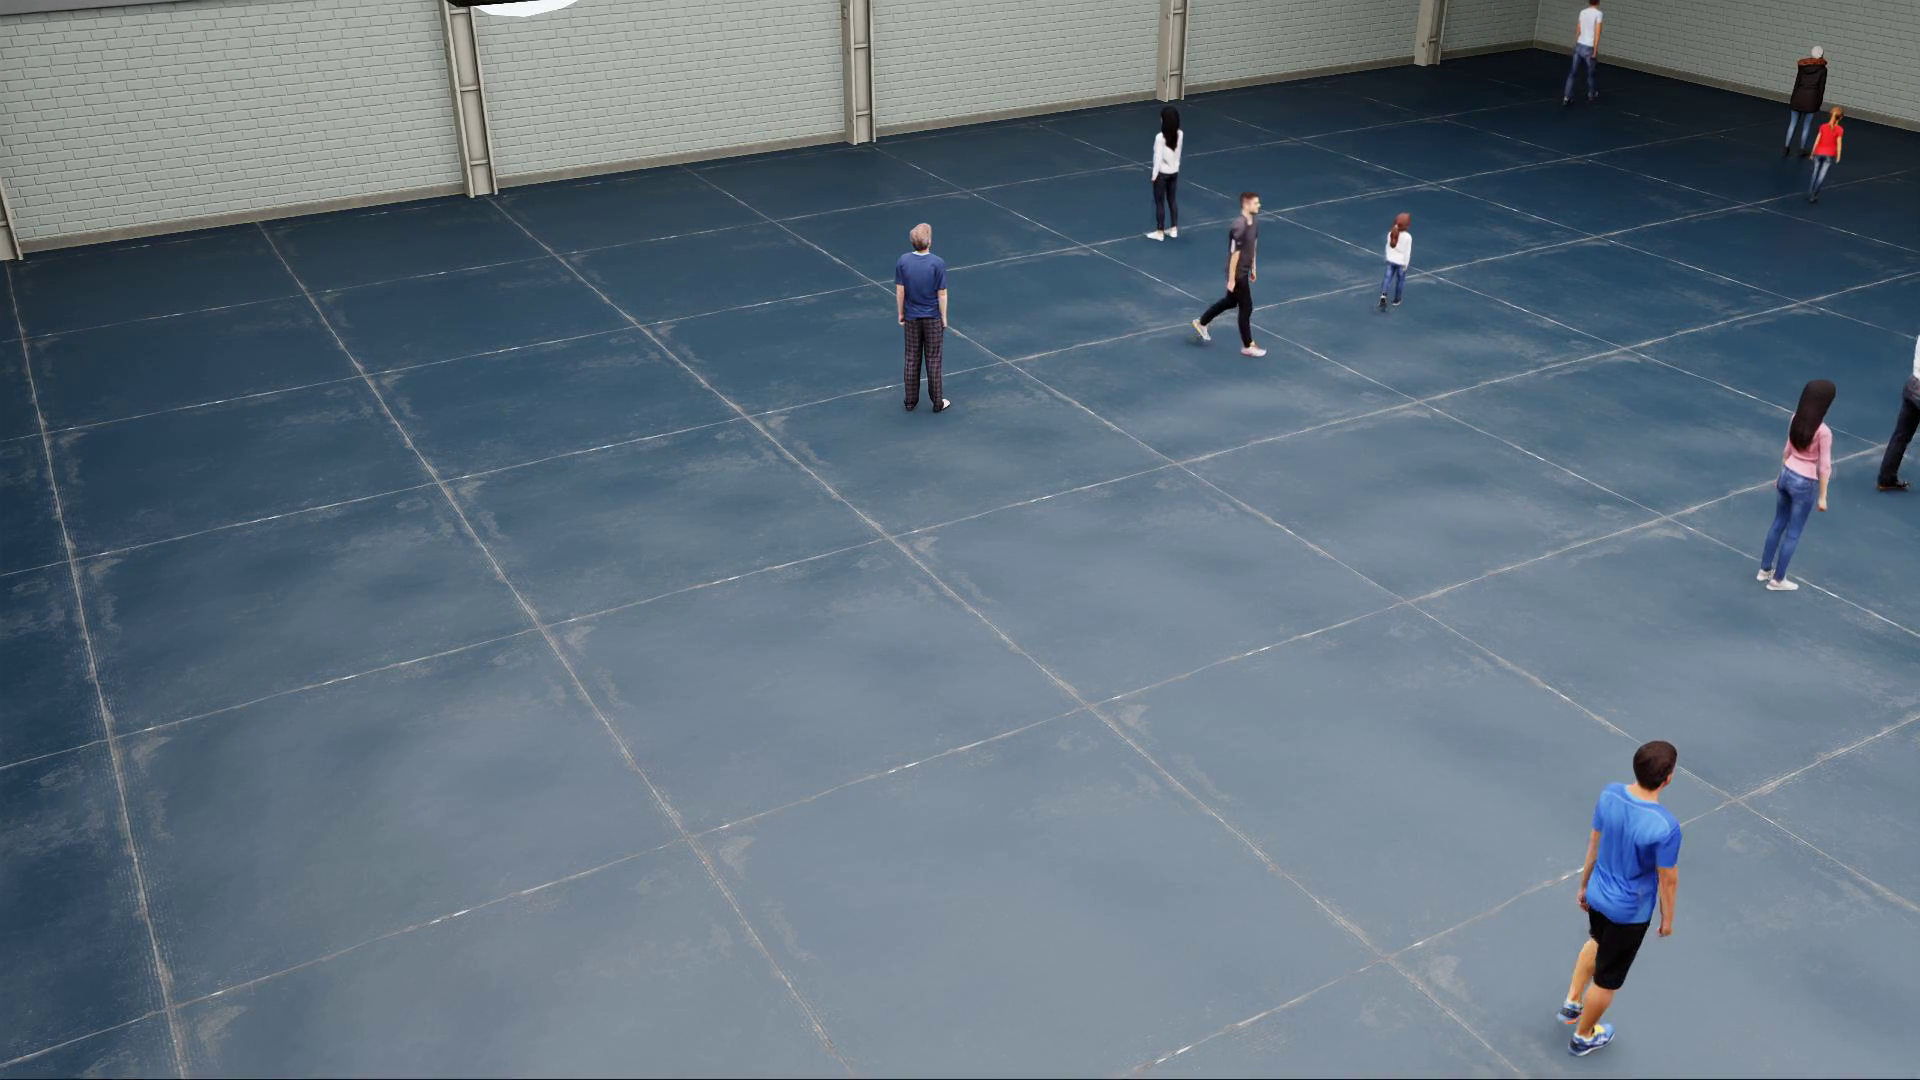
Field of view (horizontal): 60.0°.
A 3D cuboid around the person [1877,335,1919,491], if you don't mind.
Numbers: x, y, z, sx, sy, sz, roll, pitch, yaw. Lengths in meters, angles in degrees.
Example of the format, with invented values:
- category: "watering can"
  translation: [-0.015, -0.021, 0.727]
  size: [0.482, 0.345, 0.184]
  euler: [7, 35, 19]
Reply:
- category: "person"
  translation: [8.297, -1.253, 14.421]
  size: [1.007, 1.804, 0.901]
  euler: [-1, 27, -1]

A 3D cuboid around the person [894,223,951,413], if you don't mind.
- category: "person"
  translation: [-0.357, -2.150, 16.091]
  size: [0.710, 1.871, 0.783]
  euler: [6, 28, 11]

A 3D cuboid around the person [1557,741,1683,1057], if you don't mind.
- category: "person"
  translation: [3.244, 1.852, 8.337]
  size: [0.616, 1.854, 0.605]
  euler: [-14, 30, -25]

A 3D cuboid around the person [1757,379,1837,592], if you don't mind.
- category: "person"
  translation: [6.491, -0.431, 12.892]
  size: [0.602, 1.744, 0.629]
  euler: [-7, 28, -13]

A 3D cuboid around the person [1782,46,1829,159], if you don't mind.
- category: "person"
  translation: [12.696, -6.583, 24.959]
  size: [0.697, 1.633, 0.698]
  euler: [21, 34, 34]

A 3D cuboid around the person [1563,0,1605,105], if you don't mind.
- category: "person"
  translation: [10.456, -8.221, 27.935]
  size: [1.207, 1.820, 0.818]
  euler: [-22, 34, -36]

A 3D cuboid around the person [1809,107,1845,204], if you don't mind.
- category: "person"
  translation: [11.799, -5.253, 22.743]
  size: [0.649, 1.298, 0.585]
  euler: [-24, 36, -38]

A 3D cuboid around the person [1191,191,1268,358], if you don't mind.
- category: "person"
  translation: [2.857, -2.810, 17.522]
  size: [1.079, 1.734, 1.163]
  euler: [14, 30, 25]

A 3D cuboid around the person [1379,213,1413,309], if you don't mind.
- category: "person"
  translation: [4.950, -3.177, 18.925]
  size: [0.641, 1.102, 0.770]
  euler: [15, 31, 27]

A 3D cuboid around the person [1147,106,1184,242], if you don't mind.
- category: "person"
  translation: [2.642, -4.675, 21.179]
  size: [0.557, 1.702, 0.718]
  euler: [-22, 34, -36]
